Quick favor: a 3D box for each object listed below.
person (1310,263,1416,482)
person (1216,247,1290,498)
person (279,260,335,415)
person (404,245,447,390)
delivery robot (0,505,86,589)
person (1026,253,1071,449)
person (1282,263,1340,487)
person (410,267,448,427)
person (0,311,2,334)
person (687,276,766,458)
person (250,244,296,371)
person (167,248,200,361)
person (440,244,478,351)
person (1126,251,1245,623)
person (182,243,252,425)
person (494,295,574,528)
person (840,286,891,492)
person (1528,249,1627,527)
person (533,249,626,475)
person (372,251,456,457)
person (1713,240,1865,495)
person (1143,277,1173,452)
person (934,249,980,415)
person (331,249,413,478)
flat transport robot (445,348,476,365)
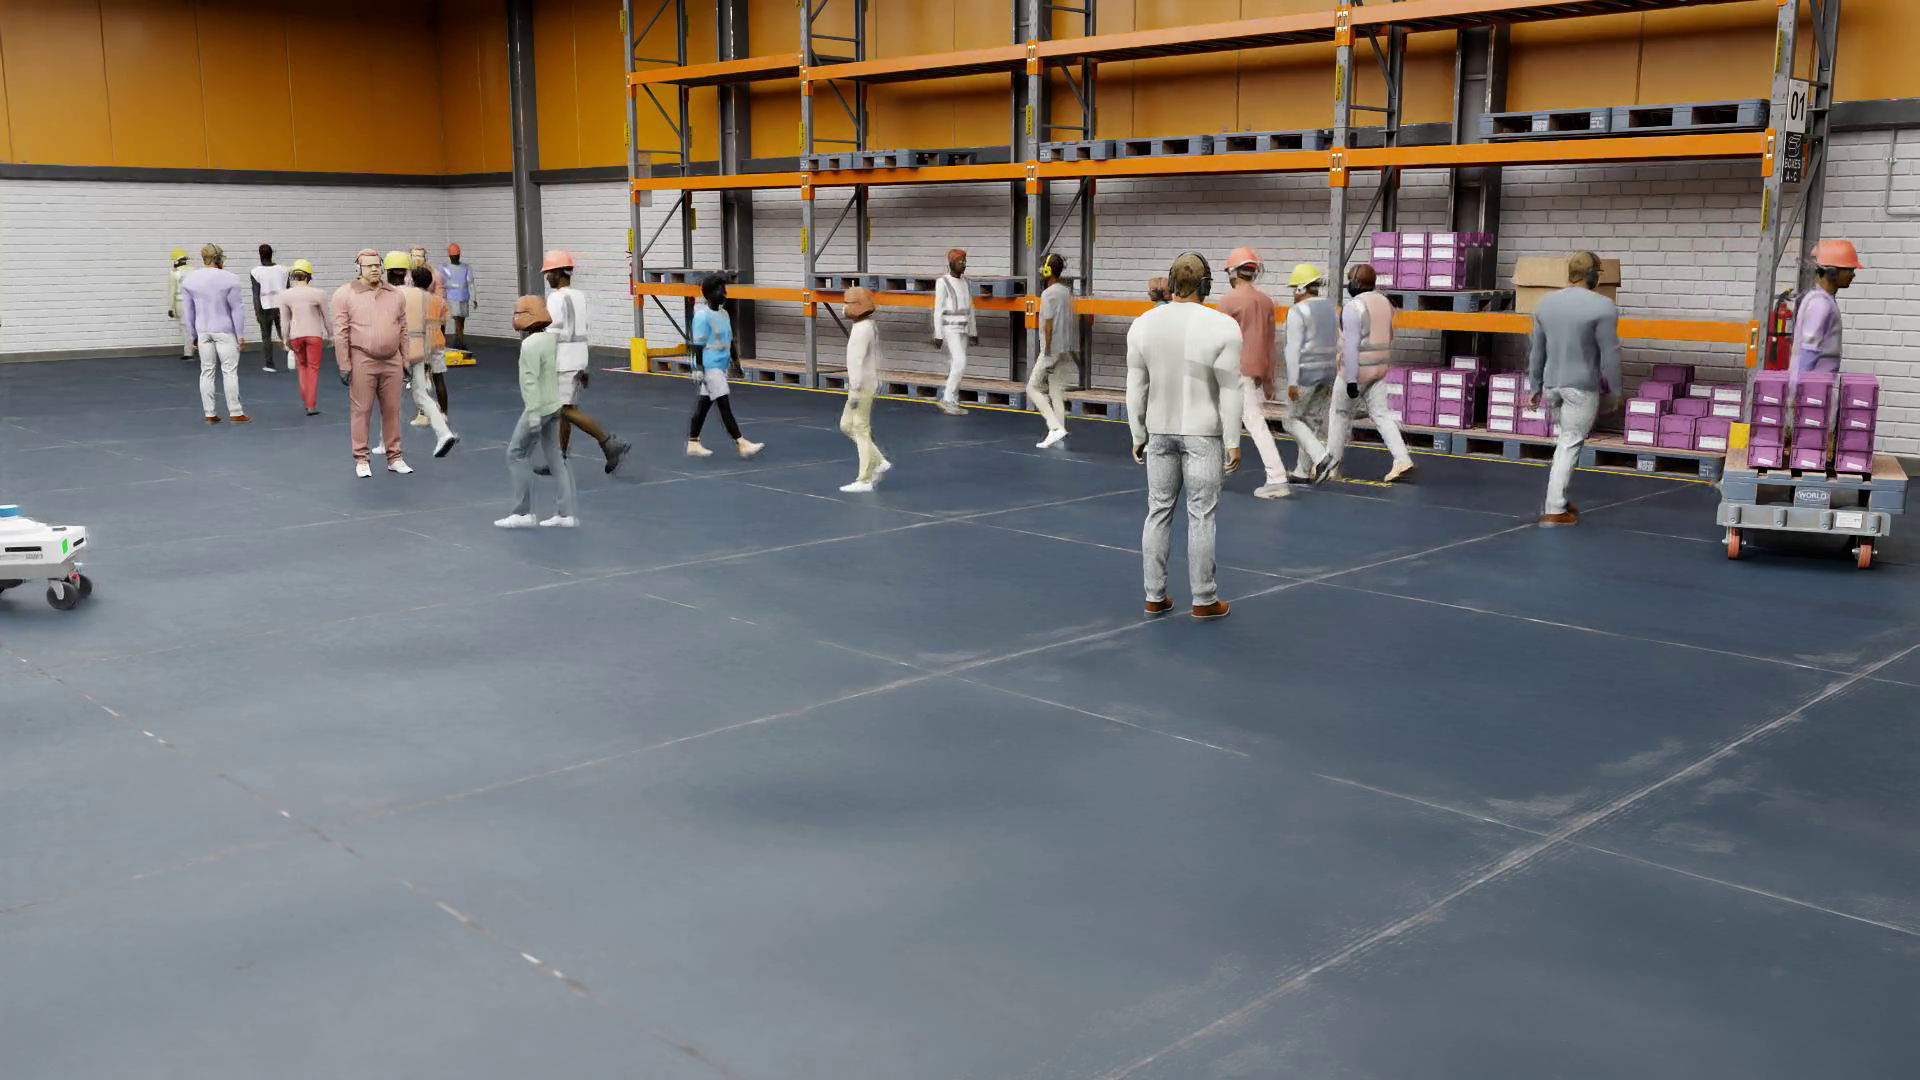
[{"bbox_3d":[3.373,-1.373,13.713,0.617,1.805,0.939,-8,13,-37],"label":"person"},{"bbox_3d":[2.206,-1.303,12.973,1.048,1.930,0.599,9,14,42],"label":"person"},{"bbox_3d":[-7.399,-2.301,18.924,0.540,1.742,0.747,0,10,-1],"label":"person"},{"bbox_3d":[-7.049,-2.896,21.718,0.681,1.893,0.511,-2,11,-11],"label":"person"},{"bbox_3d":[-5.170,0.053,9.053,0.707,0.478,0.477,-2,11,-11],"label":"delivery robot"},{"bbox_3d":[0.858,-1.779,15.749,0.397,1.855,0.529,8,13,36],"label":"person"},{"bbox_3d":[2.813,-1.294,13.269,0.604,1.803,0.584,-8,13,-38],"label":"person"},{"bbox_3d":[-5.661,-2.046,17.670,0.318,1.689,0.538,6,12,30],"label":"person"},{"bbox_3d":[-11.219,-2.396,18.878,0.616,1.955,1.011,-5,12,-28],"label":"person"},{"bbox_3d":[-2.153,-1.557,15.064,0.860,1.647,0.548,3,11,16],"label":"person"},{"bbox_3d":[-10.158,-3.427,24.629,0.596,1.896,0.762,-8,13,-39],"label":"person"},{"bbox_3d":[-12.476,-3.781,26.763,0.426,1.814,0.613,5,11,25],"label":"person"},{"bbox_3d":[-8.710,-4.192,28.876,0.569,1.882,1.033,-6,12,-29],"label":"person"},{"bbox_3d":[1.183,-0.533,8.728,0.635,1.938,0.359,6,12,28],"label":"person"},{"bbox_3d":[-7.947,-2.190,17.776,0.628,1.936,0.374,0,10,2],"label":"person"},{"bbox_3d":[-2.980,-0.871,11.465,0.645,1.610,0.524,1,10,5],"label":"person"},{"bbox_3d":[-0.802,-1.182,13.113,0.355,1.619,0.528,0,10,-1],"label":"person"},{"bbox_3d":[4.319,-1.045,11.562,0.632,1.916,0.640,-5,11,-24],"label":"person"},{"bbox_3d":[-3.198,-1.465,13.916,0.821,1.908,0.586,2,11,10],"label":"person"},{"bbox_3d":[-5.049,-1.694,15.202,0.928,1.894,0.586,7,12,32],"label":"person"},{"bbox_3d":[6.011,-1.140,11.913,1.010,2.002,0.618,4,11,21],"label":"person"},{"bbox_3d":[1.877,-1.634,15.556,0.309,1.637,0.519,3,11,15],"label":"person"},{"bbox_3d":[-0.005,-2.326,18.697,0.463,1.873,0.582,6,12,31],"label":"person"},{"bbox_3d":[-4.925,-1.488,14.026,0.651,1.907,0.409,-10,14,-42],"label":"person"},{"bbox_3d":[-8.177,-2.881,26.084,0.652,0.197,1.431,-8,13,-36],"label":"flat transport robot"}]
